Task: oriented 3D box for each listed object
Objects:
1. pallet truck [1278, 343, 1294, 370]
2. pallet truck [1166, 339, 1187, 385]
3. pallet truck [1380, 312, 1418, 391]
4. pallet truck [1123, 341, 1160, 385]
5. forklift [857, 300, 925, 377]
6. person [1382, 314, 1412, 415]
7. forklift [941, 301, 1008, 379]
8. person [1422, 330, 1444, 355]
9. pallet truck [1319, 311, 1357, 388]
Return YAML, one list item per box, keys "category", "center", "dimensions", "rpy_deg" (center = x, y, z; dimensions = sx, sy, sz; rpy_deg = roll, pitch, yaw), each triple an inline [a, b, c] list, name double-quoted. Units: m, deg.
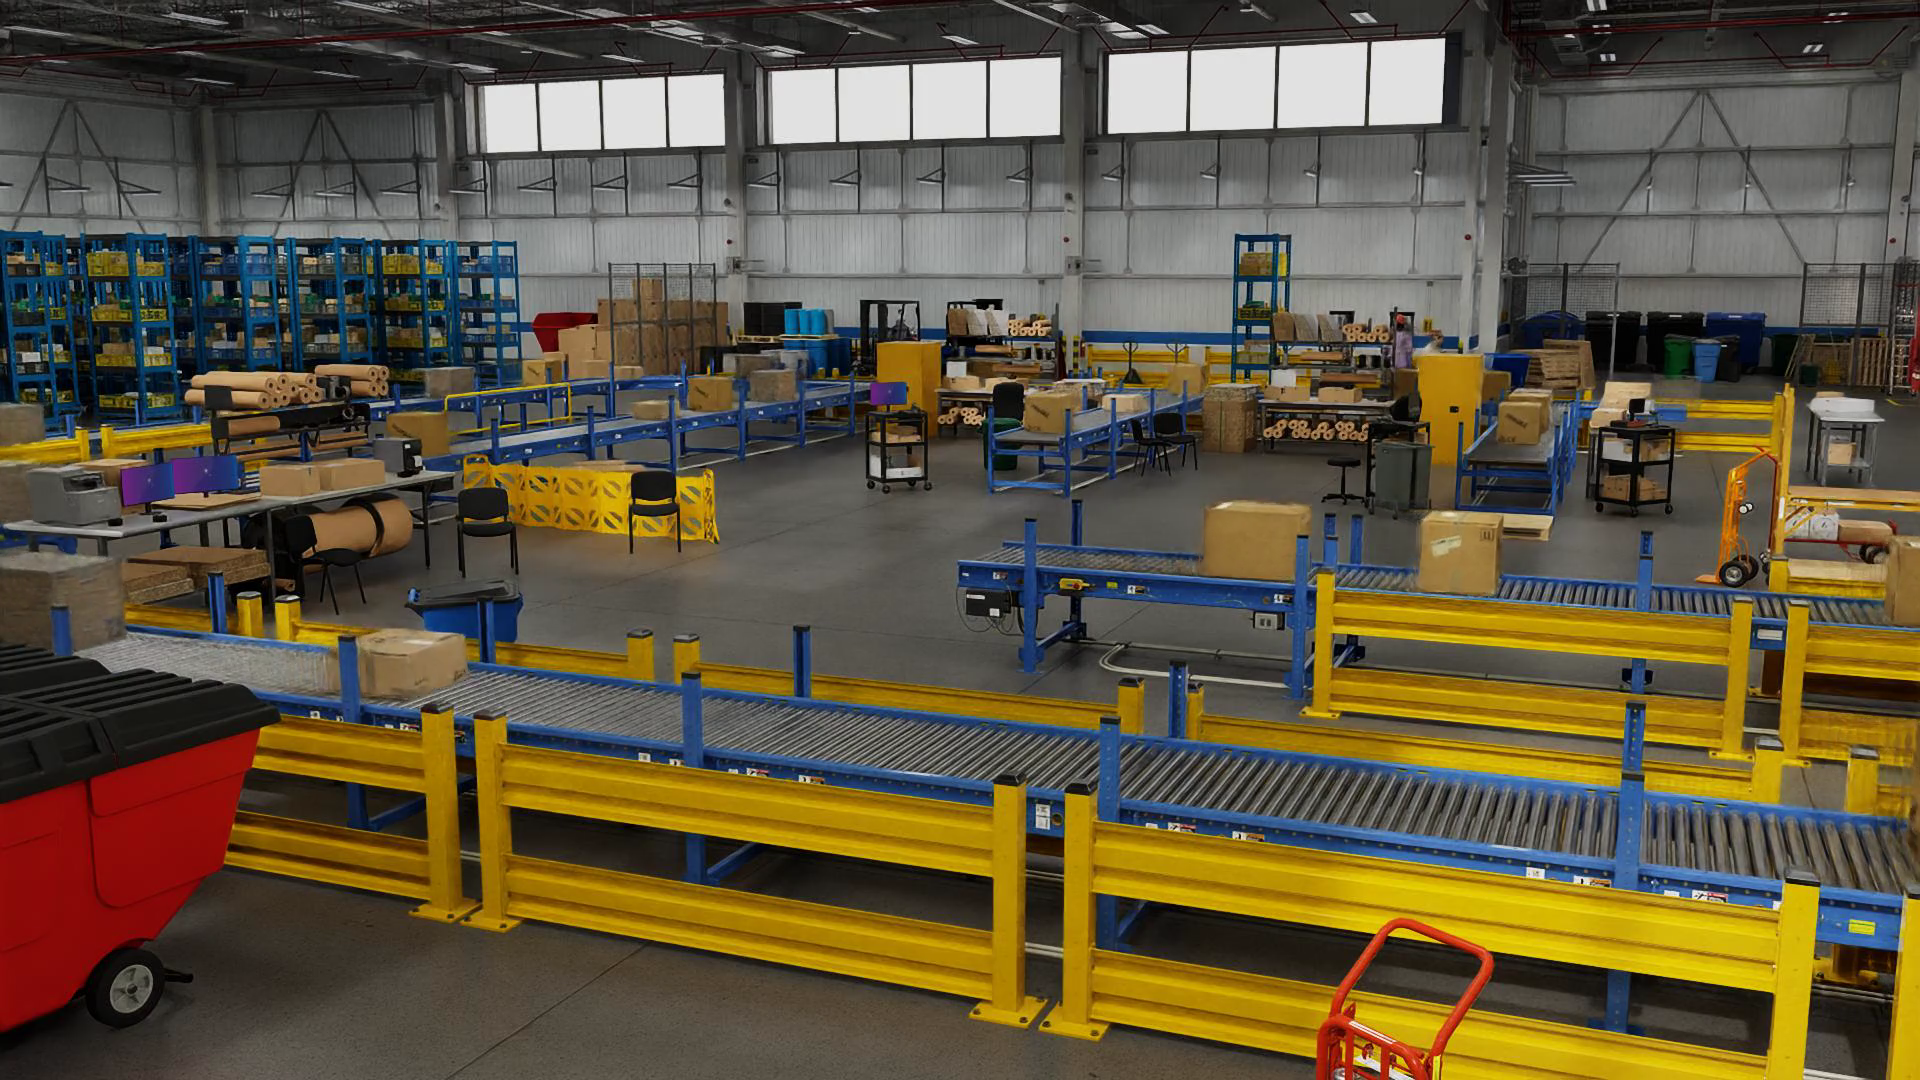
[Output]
- category: "pallet truck"
  center: [7.886, -4.163, 39.743]
  dimensions: [0.653, 1.274, 1.630]
  rpy_deg: [4, 10, 22]
- category: "pallet truck"
  center: [5.418, -4.269, 40.420]
  dimensions: [0.704, 1.261, 1.522]
  rpy_deg: [3, 10, 20]
- category: "pallet truck"
  center: [10.207, -4.283, 38.369]
  dimensions: [0.823, 1.965, 1.885]
  rpy_deg: [3, 10, 20]
- category: "pallet truck"
  center: [4.445, -4.380, 41.279]
  dimensions: [0.680, 1.201, 1.601]
  rpy_deg: [4, 10, 22]
- category: "forklift"
  center: [-1.732, -5.109, 42.468]
  dimensions: [1.157, 1.987, 2.680]
  rpy_deg: [4, 10, 22]
- category: "person"
  center: [8.883, -3.553, 33.803]
  dimensions: [0.605, 2.045, 0.377]
  rpy_deg: [7, 12, 36]
- category: "forklift"
  center: [0.365, -4.966, 41.571]
  dimensions: [1.157, 1.987, 2.680]
  rpy_deg: [3, 10, 20]
- category: "person"
  center: [8.635, -2.871, 30.205]
  dimensions: [0.996, 1.862, 0.638]
  rpy_deg: [7, 11, 35]
- category: "pallet truck"
  center: [9.071, -4.419, 39.190]
  dimensions: [0.823, 1.965, 1.885]
  rpy_deg: [5, 10, 26]
